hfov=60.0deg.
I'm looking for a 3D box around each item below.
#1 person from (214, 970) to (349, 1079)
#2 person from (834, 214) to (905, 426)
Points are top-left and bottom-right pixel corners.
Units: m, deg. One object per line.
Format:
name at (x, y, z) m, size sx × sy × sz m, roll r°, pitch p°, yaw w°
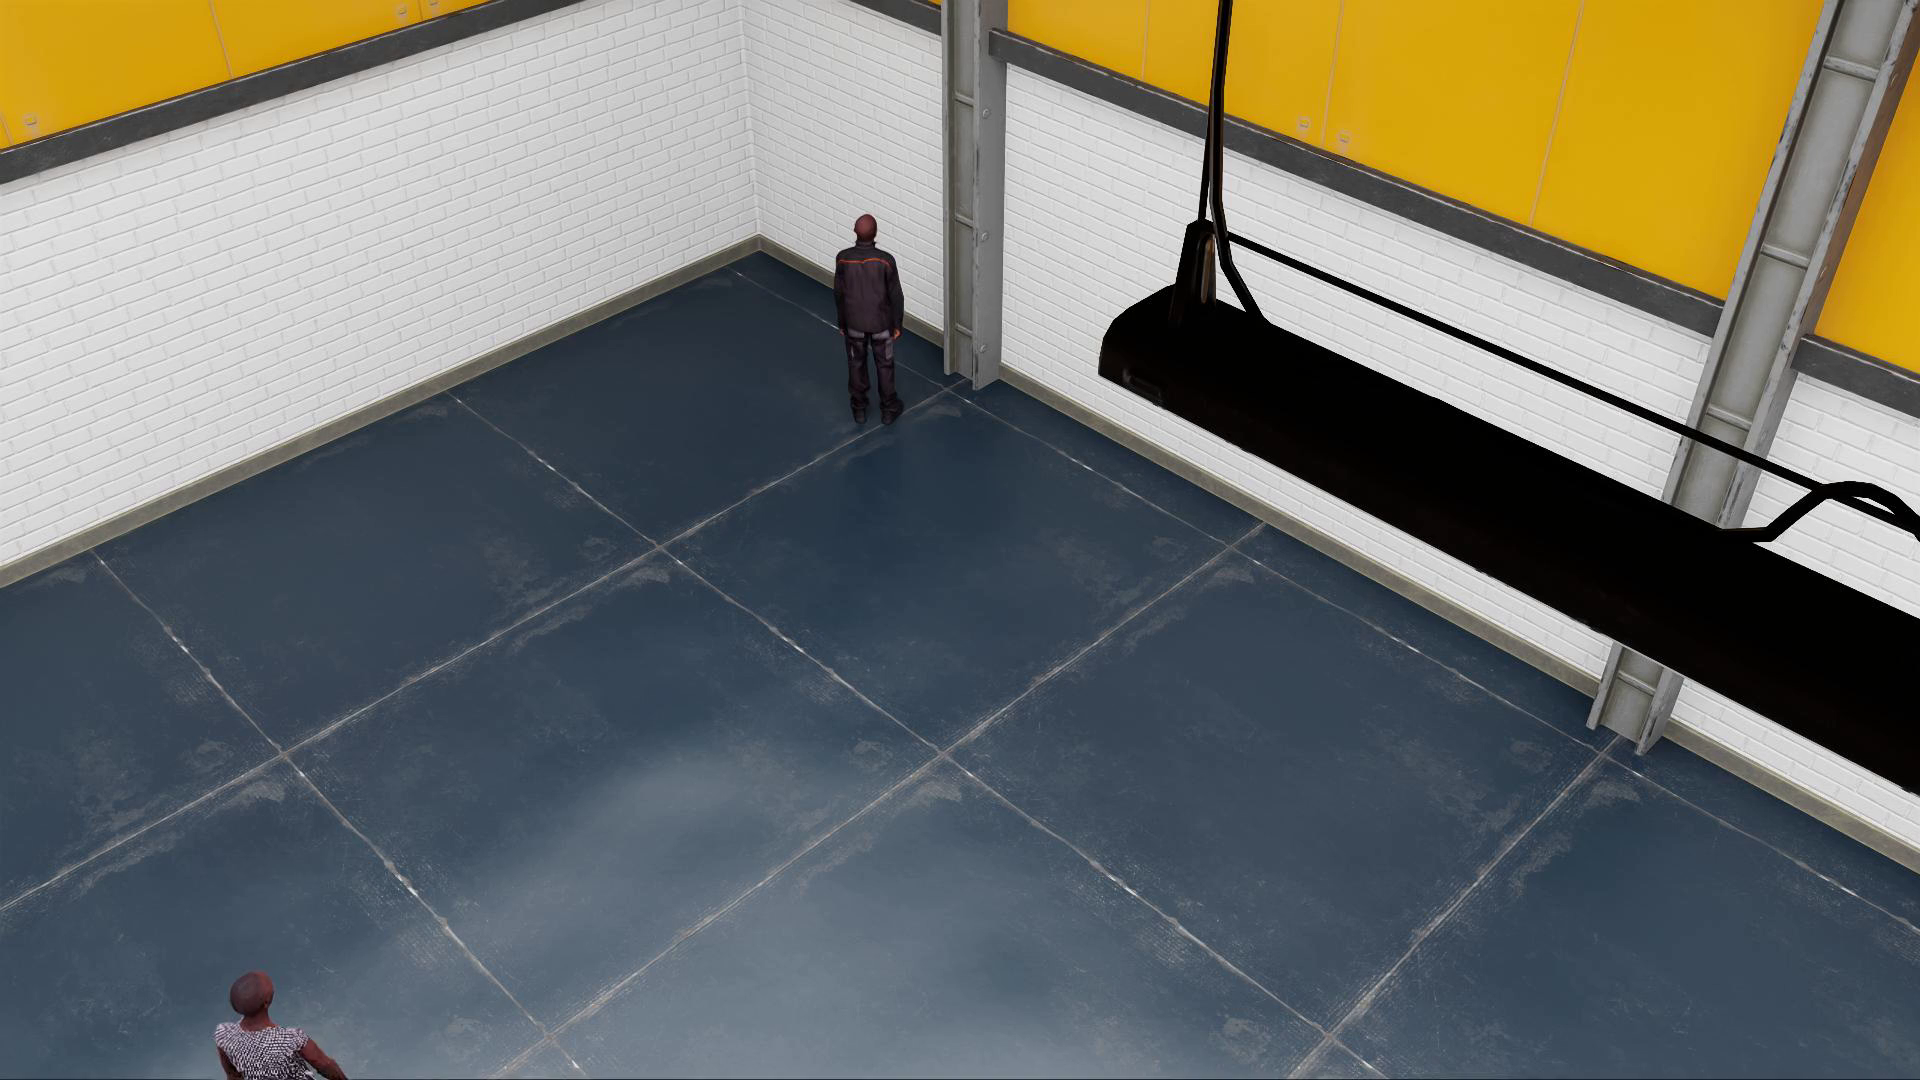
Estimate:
person at (-3.110, 2.686, 7.634) m, size 0.863 × 1.770 × 0.919 m, roll 4°, pitch 39°, yaw 4°
person at (-0.721, -1.738, 13.129) m, size 0.764 × 1.825 × 0.853 m, roll 4°, pitch 39°, yaw 5°
